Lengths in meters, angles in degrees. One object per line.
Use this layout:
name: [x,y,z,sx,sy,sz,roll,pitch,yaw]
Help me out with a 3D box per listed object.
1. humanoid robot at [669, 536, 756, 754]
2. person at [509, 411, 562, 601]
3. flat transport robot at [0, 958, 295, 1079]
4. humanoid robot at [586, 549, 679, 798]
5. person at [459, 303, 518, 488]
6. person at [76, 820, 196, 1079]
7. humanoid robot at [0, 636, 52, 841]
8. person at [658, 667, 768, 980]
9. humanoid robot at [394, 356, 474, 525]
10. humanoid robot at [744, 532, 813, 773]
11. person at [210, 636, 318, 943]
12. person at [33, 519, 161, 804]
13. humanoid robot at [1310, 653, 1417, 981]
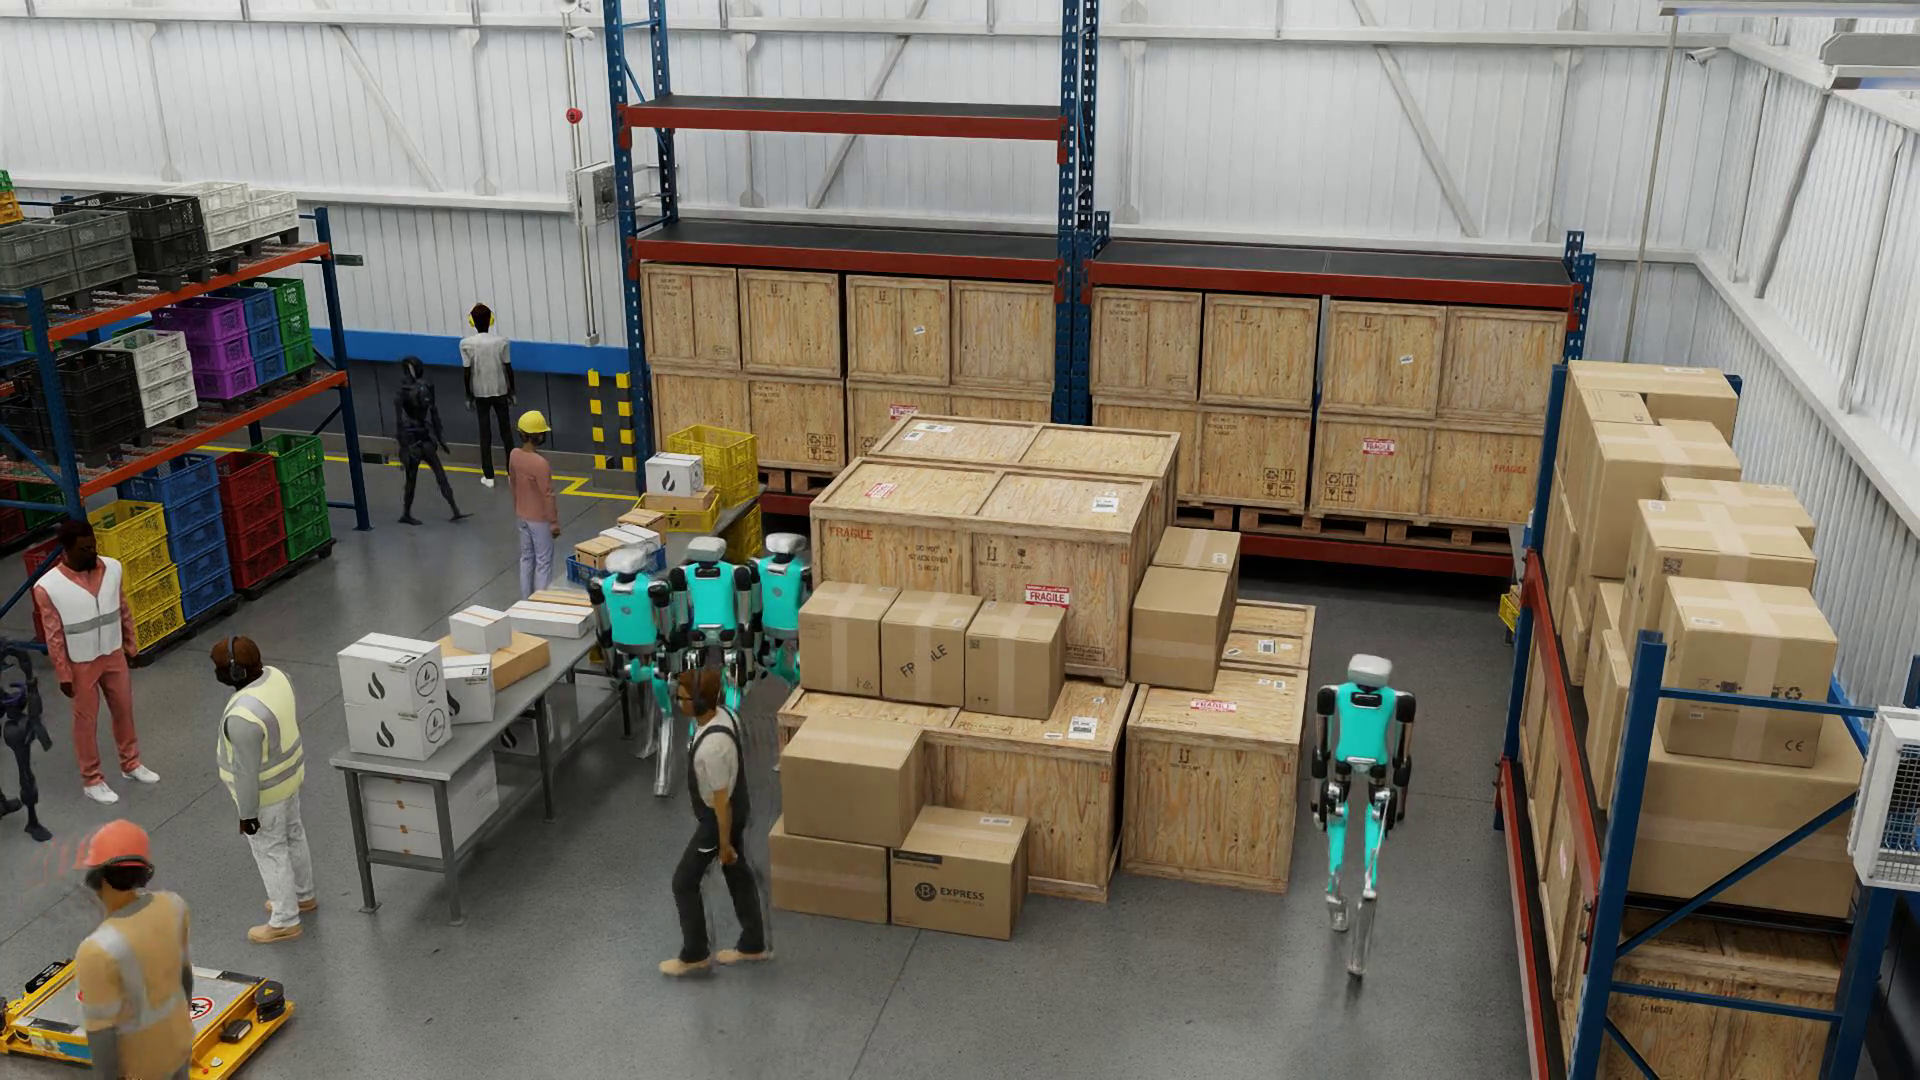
humanoid robot: [-1.604,0.918,10.580,0.557,1.754,0.840,2,21,5]
person: [-3.403,-0.187,13.438,0.532,1.765,0.327,19,28,40]
flat transport robot: [-4.270,2.464,8.601,1.431,0.231,0.659,5,22,13]
humanoid robot: [-2.029,0.782,10.979,0.538,1.758,0.898,4,21,9]
person: [-4.676,-1.441,16.578,0.507,1.868,0.328,-7,22,-19]
person: [-3.403,2.153,7.030,0.407,2.003,0.659,1,21,2]
humanoid robot: [-5.915,1.081,10.251,0.600,1.647,0.452,-2,21,-6]
person: [-1.391,1.510,8.919,0.723,1.819,0.503,1,21,3]
humanoid robot: [-4.987,-0.910,15.484,0.717,1.630,0.589,8,22,19]
humanoid robot: [-1.076,0.730,11.073,0.531,1.796,0.656,7,22,17]
person: [-3.877,1.377,9.262,0.429,1.834,0.631,-1,21,-2]
person: [-5.600,0.758,10.768,0.395,1.910,0.590,11,23,26]
humanoid robot: [2.136,1.566,8.961,0.531,1.775,1.020,5,21,12]
